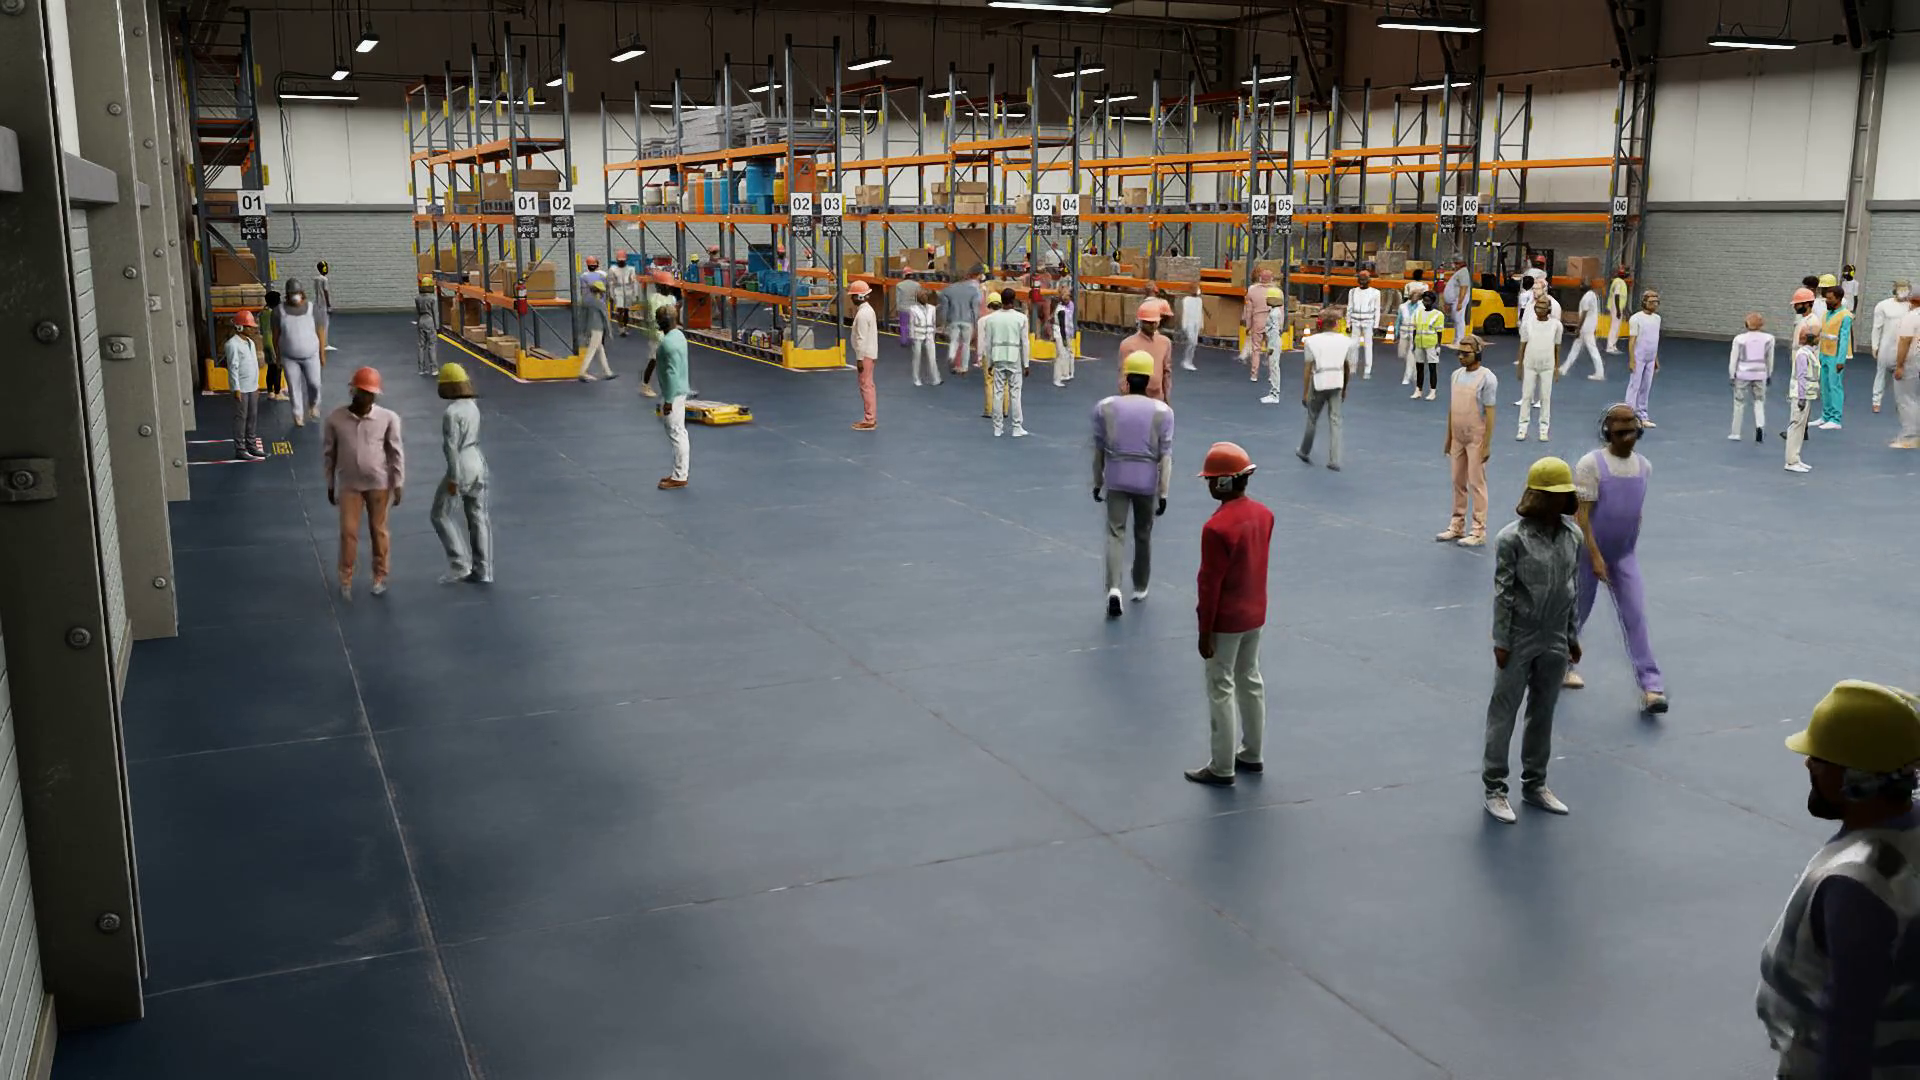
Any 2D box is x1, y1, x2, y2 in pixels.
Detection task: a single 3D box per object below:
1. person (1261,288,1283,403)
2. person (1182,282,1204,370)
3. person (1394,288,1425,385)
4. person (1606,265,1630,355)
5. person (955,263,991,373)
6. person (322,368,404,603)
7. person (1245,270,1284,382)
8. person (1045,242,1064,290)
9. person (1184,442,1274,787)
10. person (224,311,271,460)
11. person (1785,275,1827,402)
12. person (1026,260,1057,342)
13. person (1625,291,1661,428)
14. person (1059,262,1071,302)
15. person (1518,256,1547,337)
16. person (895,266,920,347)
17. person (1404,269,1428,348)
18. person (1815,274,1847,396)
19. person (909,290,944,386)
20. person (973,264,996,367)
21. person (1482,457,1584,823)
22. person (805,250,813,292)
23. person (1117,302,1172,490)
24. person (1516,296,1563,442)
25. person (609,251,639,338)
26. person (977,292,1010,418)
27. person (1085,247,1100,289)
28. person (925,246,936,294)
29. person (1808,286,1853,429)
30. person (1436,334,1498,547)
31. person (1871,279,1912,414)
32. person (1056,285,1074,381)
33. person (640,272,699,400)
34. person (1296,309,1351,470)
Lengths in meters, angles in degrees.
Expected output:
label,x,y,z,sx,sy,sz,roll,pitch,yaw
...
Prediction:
label,x,y,z,sx,sy,sz,roll,pitch,yaw
person,4.755,-2.964,25.355,0.297,1.744,0.487,2,11,10
person,4.281,-3.914,30.478,0.537,1.614,0.388,-11,15,-43
person,7.610,-3.438,28.058,0.542,1.616,0.483,6,13,30
person,13.376,-4.684,33.866,0.388,1.835,0.571,6,13,29
person,0.311,-4.047,30.098,1.045,2.000,0.700,-1,11,-3
person,-4.459,-0.405,12.423,0.583,1.724,0.580,-3,12,-15
person,5.202,-3.646,28.403,0.652,1.905,0.409,2,11,12
person,3.204,-9.107,56.154,0.655,1.906,0.407,3,12,17
person,1.346,0.372,8.404,0.349,1.743,0.569,10,15,41
person,-8.348,-1.807,19.474,0.350,1.743,0.564,1,11,4
person,12.827,-3.011,25.079,0.622,1.943,0.615,-6,13,-29
person,1.777,-5.171,36.277,0.667,1.850,1.021,-5,12,-22
person,9.150,-2.403,22.241,0.506,1.846,0.345,-5,12,-26
person,2.222,-4.954,35.188,0.325,1.861,0.505,-6,12,-26
person,13.429,-5.688,38.872,0.868,1.880,0.611,-7,13,-33
person,-1.101,-4.987,35.665,0.570,1.736,0.551,-4,12,-21
person,9.740,-4.939,35.505,0.540,1.695,0.317,7,13,33
person,13.498,-3.184,26.006,0.594,1.922,0.374,5,12,22
person,-0.568,-3.320,27.513,0.530,1.594,0.837,-5,12,-26
person,0.440,-4.211,31.229,0.383,1.922,0.594,7,13,33
person,2.748,0.469,7.906,0.484,1.745,0.298,-4,12,-20
person,-4.690,-8.194,51.941,0.349,1.743,0.567,-1,11,-6
person,1.905,-1.458,17.125,0.631,1.979,0.443,-6,13,-27
person,7.313,-2.157,21.000,0.506,1.842,0.342,4,12,21
person,-7.830,-5.715,38.722,0.634,1.992,1.040,-4,12,-19
person,0.489,-2.598,23.438,0.523,1.769,0.313,-3,12,-16
person,3.948,-7.773,49.454,0.575,1.880,0.358,8,14,35
person,-0.741,-6.463,42.413,0.413,2.034,0.604,-4,12,-21
person,11.722,-2.448,22.315,0.380,1.910,0.592,0,11,1
person,4.420,-0.865,14.456,0.339,1.838,0.507,-5,12,-26
person,13.474,-2.781,23.956,0.636,1.931,0.367,4,12,18
person,1.810,-3.568,28.685,0.314,1.639,0.517,6,13,27
person,-4.574,-3.149,25.723,1.095,1.982,0.597,8,13,34
person,4.129,-1.722,18.899,0.588,1.790,0.955,-2,11,-10
